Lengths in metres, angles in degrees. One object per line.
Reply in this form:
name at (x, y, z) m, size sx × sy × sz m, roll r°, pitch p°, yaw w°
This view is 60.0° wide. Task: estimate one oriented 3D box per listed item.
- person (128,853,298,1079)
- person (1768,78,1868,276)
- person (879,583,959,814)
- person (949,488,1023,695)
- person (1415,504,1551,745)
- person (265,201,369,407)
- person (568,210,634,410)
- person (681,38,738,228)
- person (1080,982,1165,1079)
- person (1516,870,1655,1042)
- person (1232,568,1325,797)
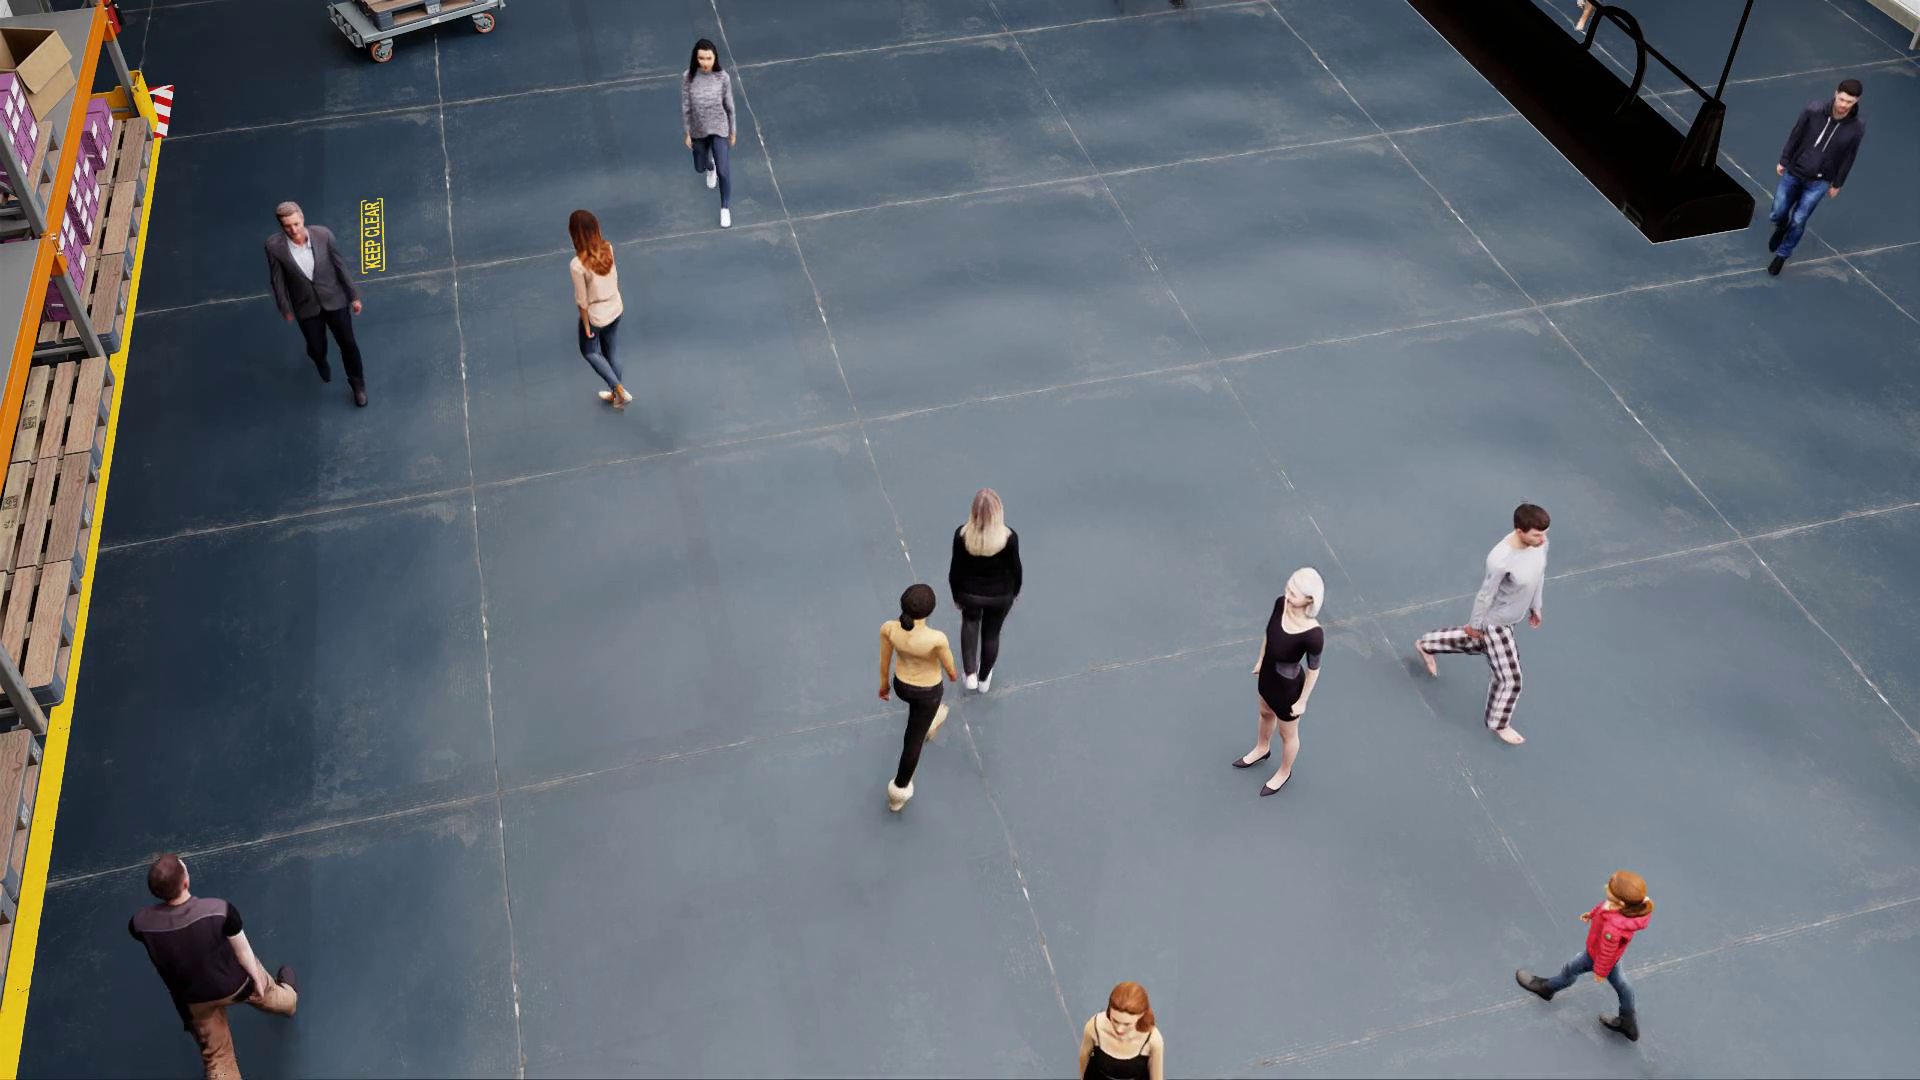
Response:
person at (-3.805, 2.328, 8.426) m, size 0.682 × 1.792 × 1.155 m, roll -10°, pitch 45°, yaw -10°
person at (7.240, -3.138, 14.112) m, size 0.942 × 1.862 × 0.999 m, roll 24°, pitch 49°, yaw 23°
person at (-0.284, 0.961, 9.991) m, size 1.046 × 1.612 × 1.137 m, roll 17°, pitch 46°, yaw 17°
person at (0.158, 0.411, 10.526) m, size 0.713 × 1.670 × 0.746 m, roll 5°, pitch 44°, yaw 5°
person at (3.316, 0.408, 10.433) m, size 0.984 × 1.803 × 1.247 m, roll -33°, pitch 52°, yaw -29°
person at (-4.958, -1.872, 12.817) m, size 0.869 × 1.816 × 0.922 m, roll -22°, pitch 48°, yaw -21°
person at (-2.676, -1.689, 12.651) m, size 0.824 × 1.780 × 0.760 m, roll 31°, pitch 52°, yaw 28°
person at (-2.214, -3.674, 14.782) m, size 0.767 × 1.714 × 0.993 m, roll -1°, pitch 44°, yaw -1°
person at (0.814, 2.624, 8.262) m, size 0.852 × 1.589 × 1.101 m, roll 7°, pitch 44°, yaw 7°
person at (3.524, 2.228, 8.898) m, size 0.991 × 1.285 × 0.831 m, roll 32°, pitch 52°, yaw 29°
person at (1.943, 0.846, 9.954) m, size 0.692 × 1.830 × 0.517 m, roll -20°, pitch 47°, yaw -20°
